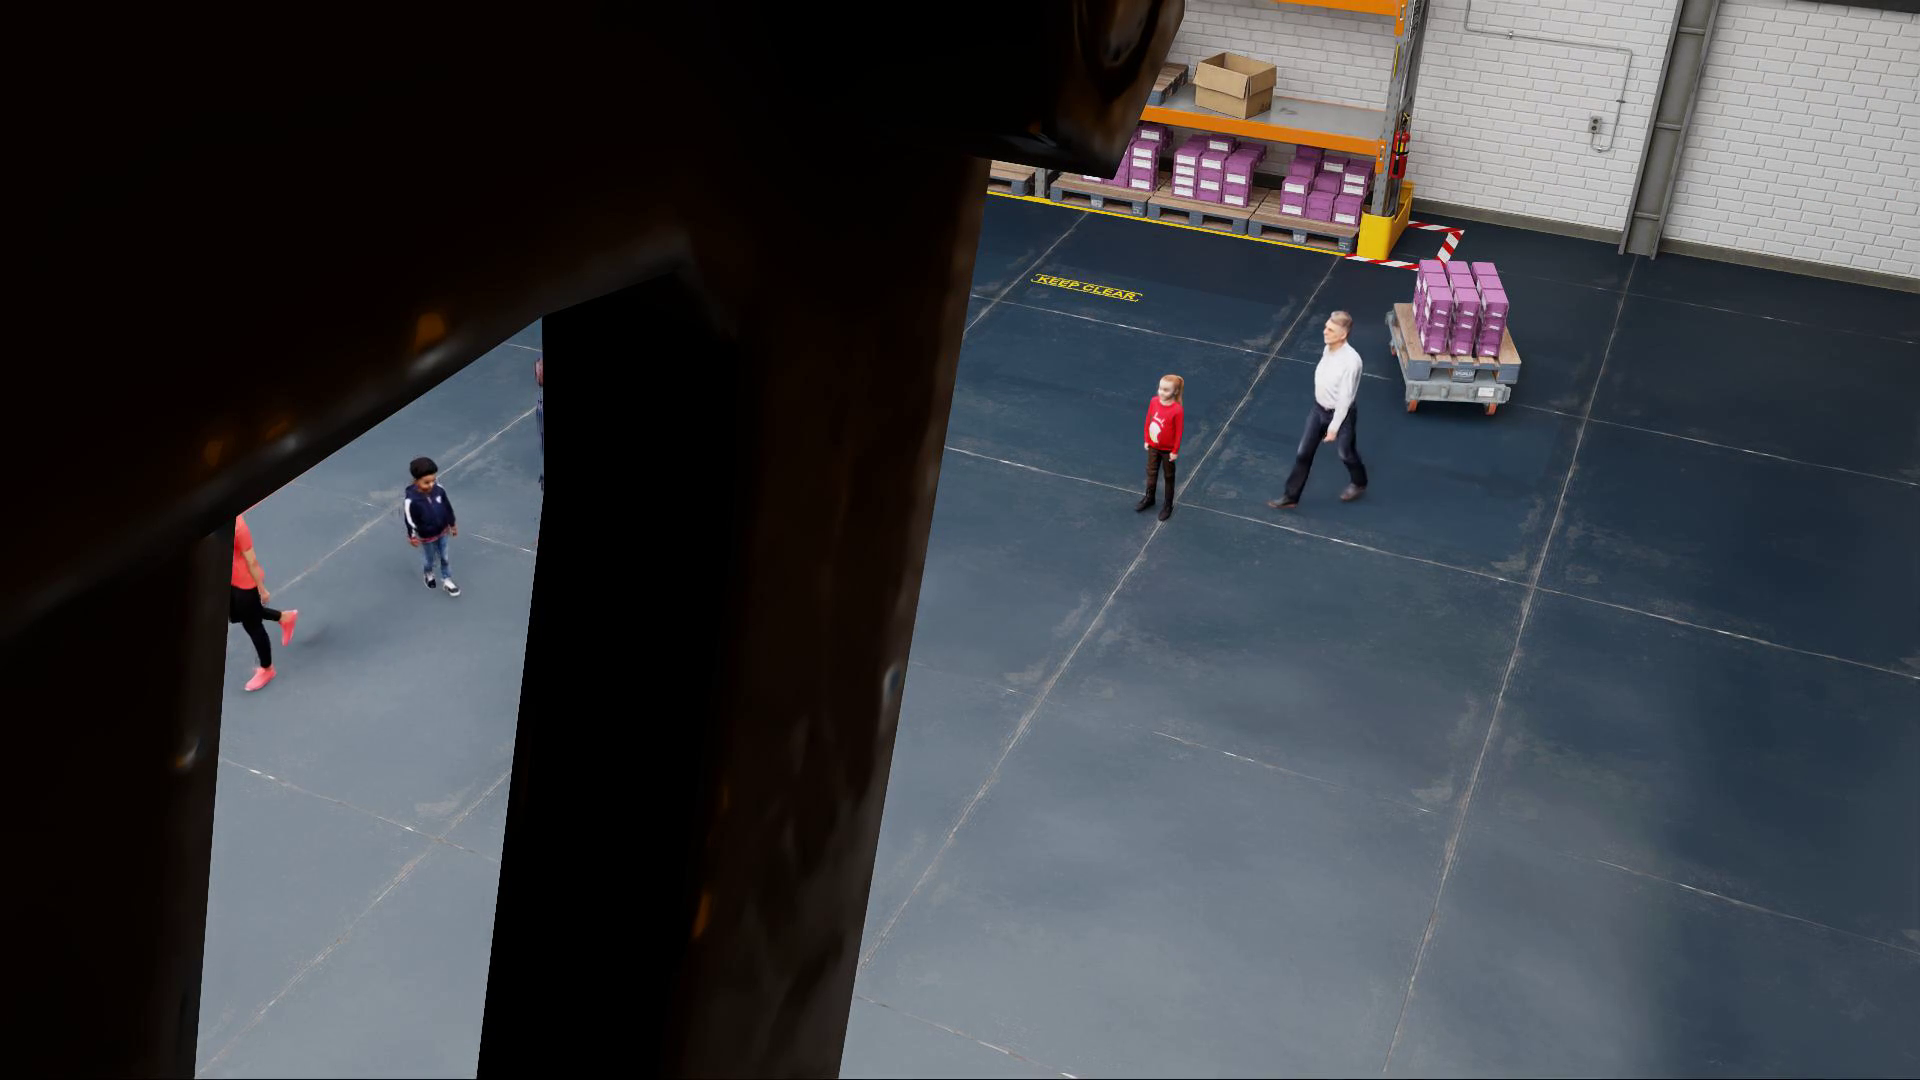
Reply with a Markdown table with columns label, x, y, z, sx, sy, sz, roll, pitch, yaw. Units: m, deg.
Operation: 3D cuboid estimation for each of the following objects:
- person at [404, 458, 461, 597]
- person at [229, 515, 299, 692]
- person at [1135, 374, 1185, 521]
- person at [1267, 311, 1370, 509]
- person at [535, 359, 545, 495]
| label | x | y | z | sx | sy | sz | roll | pitch | yaw |
| --- | --- | --- | --- | --- | --- | --- | --- | --- | --- |
| person | -4.099 | -0.120 | 12.851 | 0.618 | 1.213 | 0.673 | -27 | 42 | -34 |
| person | -5.078 | 0.261 | 11.853 | 0.838 | 1.684 | 0.720 | 21 | 39 | 28 |
| person | 1.687 | -0.793 | 13.803 | 0.497 | 1.281 | 0.593 | 23 | 40 | 30 |
| person | 3.167 | -1.047 | 13.736 | 1.192 | 1.778 | 1.200 | -15 | 36 | -21 |
| person | -3.029 | -0.573 | 12.992 | 0.810 | 1.811 | 0.703 | 19 | 38 | 26 |
